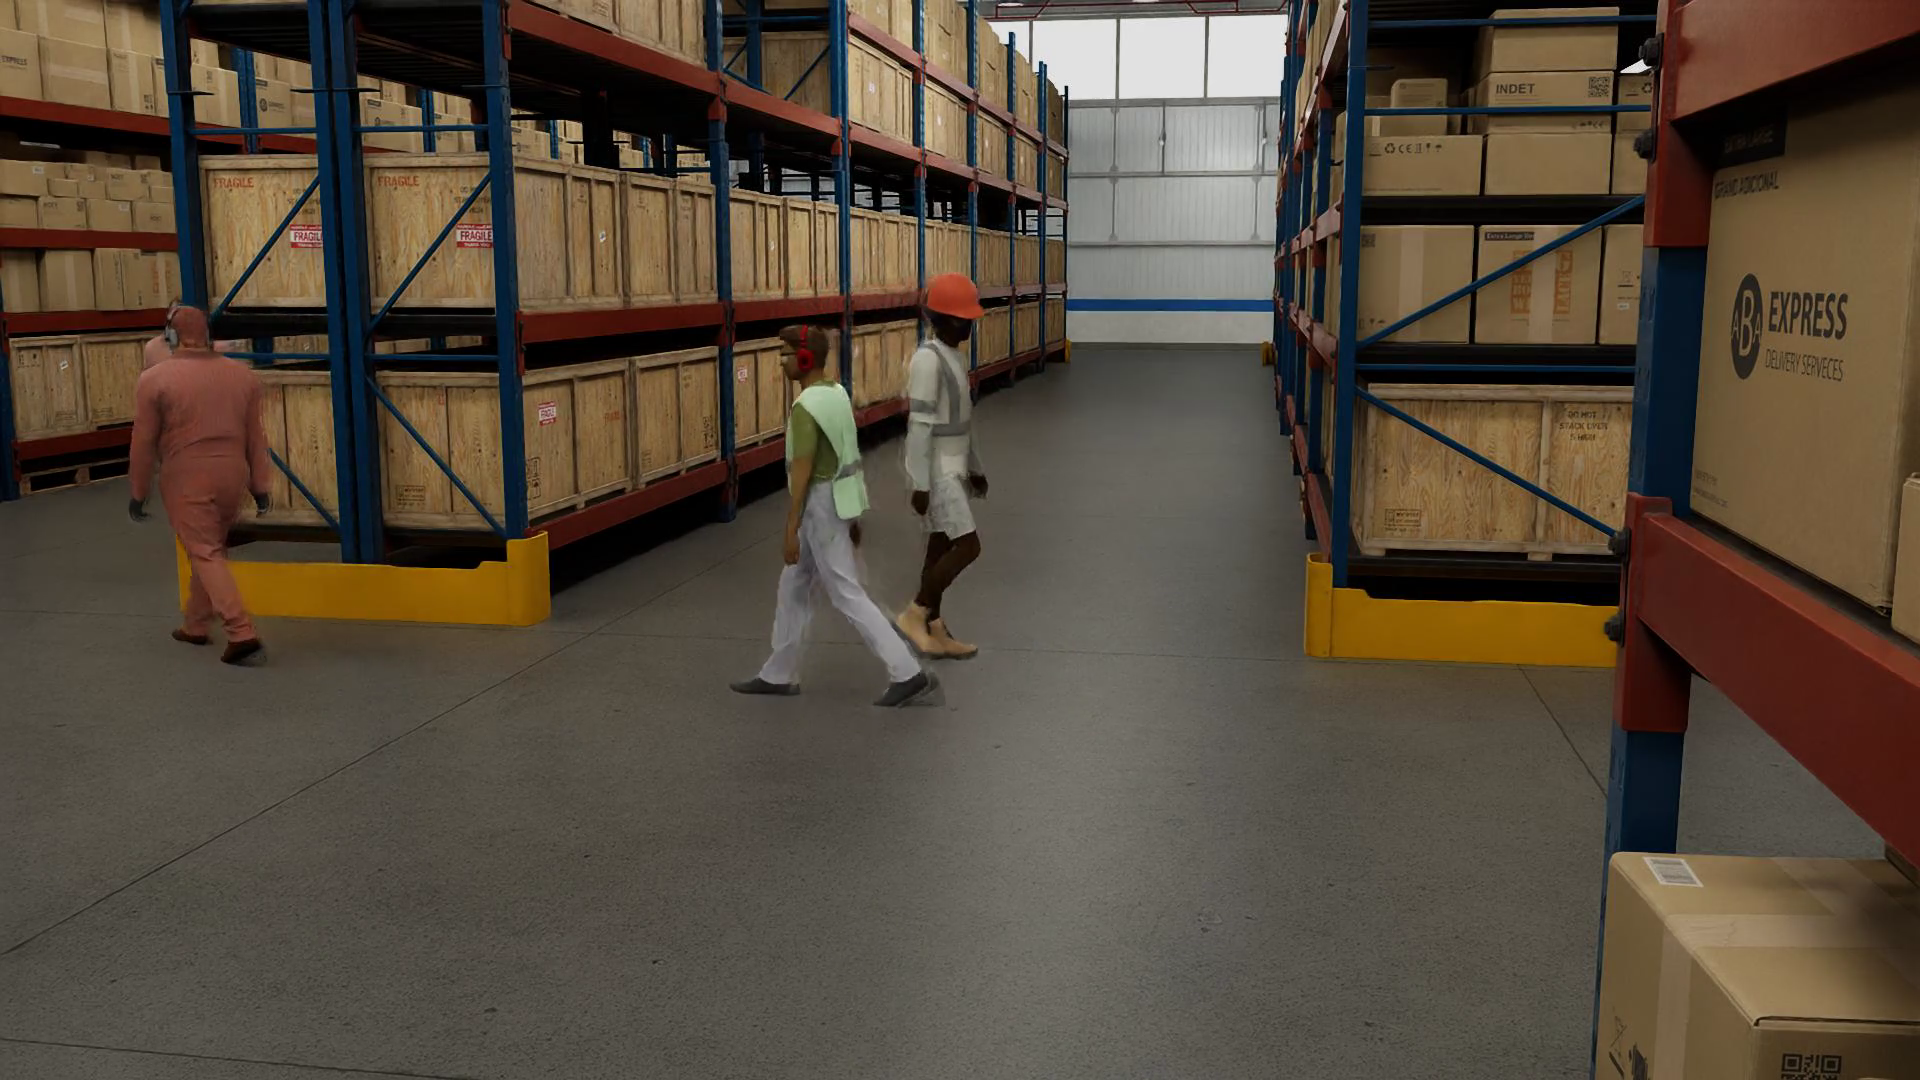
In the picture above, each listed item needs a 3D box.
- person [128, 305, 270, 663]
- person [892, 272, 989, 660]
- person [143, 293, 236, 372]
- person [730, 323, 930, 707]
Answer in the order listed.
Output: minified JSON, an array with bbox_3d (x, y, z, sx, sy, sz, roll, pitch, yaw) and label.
[{"bbox_3d":[-3.972,-0.299,8.733,1.004,1.858,0.654,6,11,34],"label":"person"},{"bbox_3d":[-0.062,-0.356,8.550,0.419,2.018,0.649,1,9,7],"label":"person"},{"bbox_3d":[-5.523,-0.840,12.005,0.632,1.884,0.844,0,9,2],"label":"person"},{"bbox_3d":[-0.594,-0.112,7.759,0.972,1.798,0.576,1,9,7],"label":"person"}]
